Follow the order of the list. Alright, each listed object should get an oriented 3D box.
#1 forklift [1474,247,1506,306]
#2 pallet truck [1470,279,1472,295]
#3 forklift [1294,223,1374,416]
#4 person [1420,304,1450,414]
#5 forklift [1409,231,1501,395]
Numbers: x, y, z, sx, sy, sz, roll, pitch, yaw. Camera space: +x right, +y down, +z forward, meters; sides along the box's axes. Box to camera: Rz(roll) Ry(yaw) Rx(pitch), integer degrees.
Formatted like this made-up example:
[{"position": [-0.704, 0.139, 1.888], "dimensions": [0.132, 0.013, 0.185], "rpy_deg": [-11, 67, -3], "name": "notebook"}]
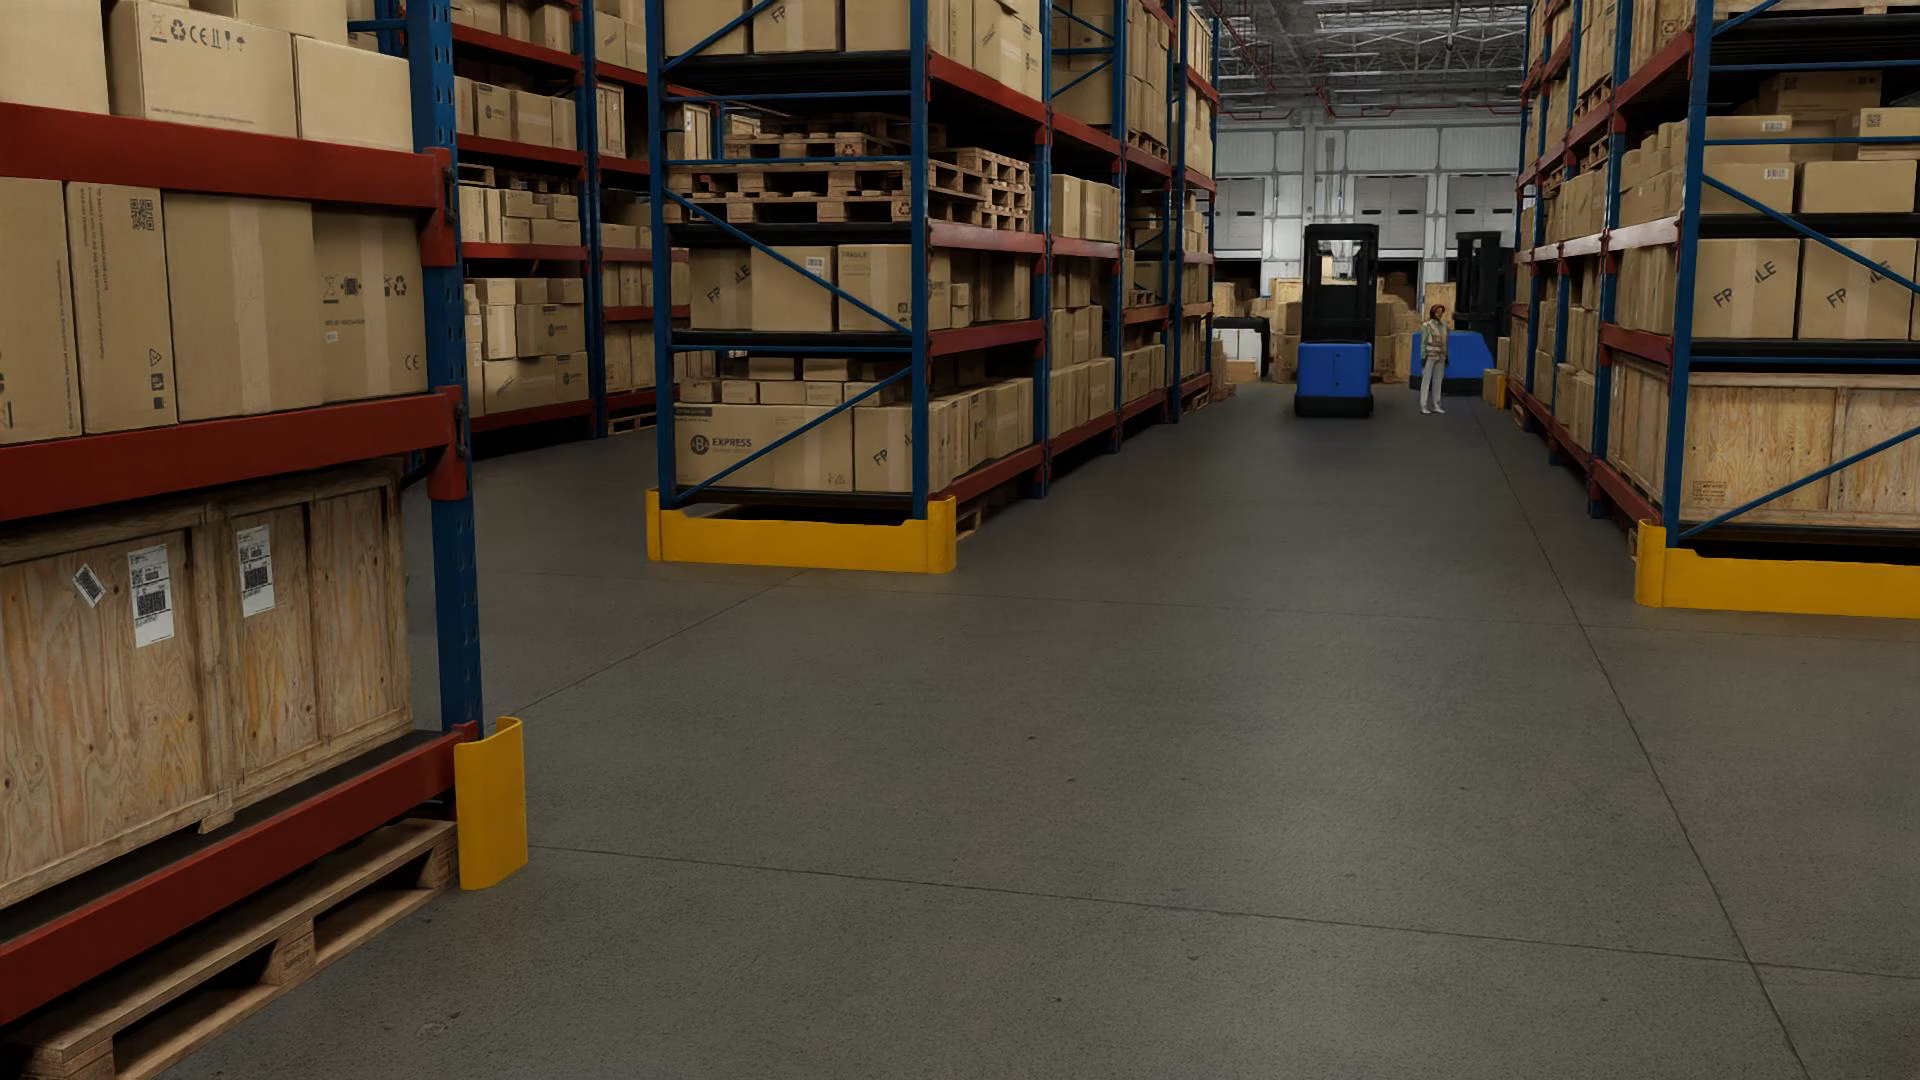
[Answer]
[{"position": [13.730, -6.220, 43.289], "dimensions": [1.873, 2.768, 1.129], "rpy_deg": [-3, 9, -17], "name": "forklift"}, {"position": [18.896, -8.459, 60.307], "dimensions": [1.885, 1.965, 0.823], "rpy_deg": [5, 10, 31], "name": "pallet truck"}, {"position": [5.596, -3.285, 24.642], "dimensions": [1.129, 2.768, 1.873], "rpy_deg": [2, 9, 15], "name": "forklift"}, {"position": [7.080, -2.694, 24.814], "dimensions": [0.522, 1.640, 0.306], "rpy_deg": [-4, 10, -25], "name": "person"}, {"position": [8.928, -3.957, 28.909], "dimensions": [1.873, 2.768, 1.129], "rpy_deg": [-2, 9, -15], "name": "forklift"}]
